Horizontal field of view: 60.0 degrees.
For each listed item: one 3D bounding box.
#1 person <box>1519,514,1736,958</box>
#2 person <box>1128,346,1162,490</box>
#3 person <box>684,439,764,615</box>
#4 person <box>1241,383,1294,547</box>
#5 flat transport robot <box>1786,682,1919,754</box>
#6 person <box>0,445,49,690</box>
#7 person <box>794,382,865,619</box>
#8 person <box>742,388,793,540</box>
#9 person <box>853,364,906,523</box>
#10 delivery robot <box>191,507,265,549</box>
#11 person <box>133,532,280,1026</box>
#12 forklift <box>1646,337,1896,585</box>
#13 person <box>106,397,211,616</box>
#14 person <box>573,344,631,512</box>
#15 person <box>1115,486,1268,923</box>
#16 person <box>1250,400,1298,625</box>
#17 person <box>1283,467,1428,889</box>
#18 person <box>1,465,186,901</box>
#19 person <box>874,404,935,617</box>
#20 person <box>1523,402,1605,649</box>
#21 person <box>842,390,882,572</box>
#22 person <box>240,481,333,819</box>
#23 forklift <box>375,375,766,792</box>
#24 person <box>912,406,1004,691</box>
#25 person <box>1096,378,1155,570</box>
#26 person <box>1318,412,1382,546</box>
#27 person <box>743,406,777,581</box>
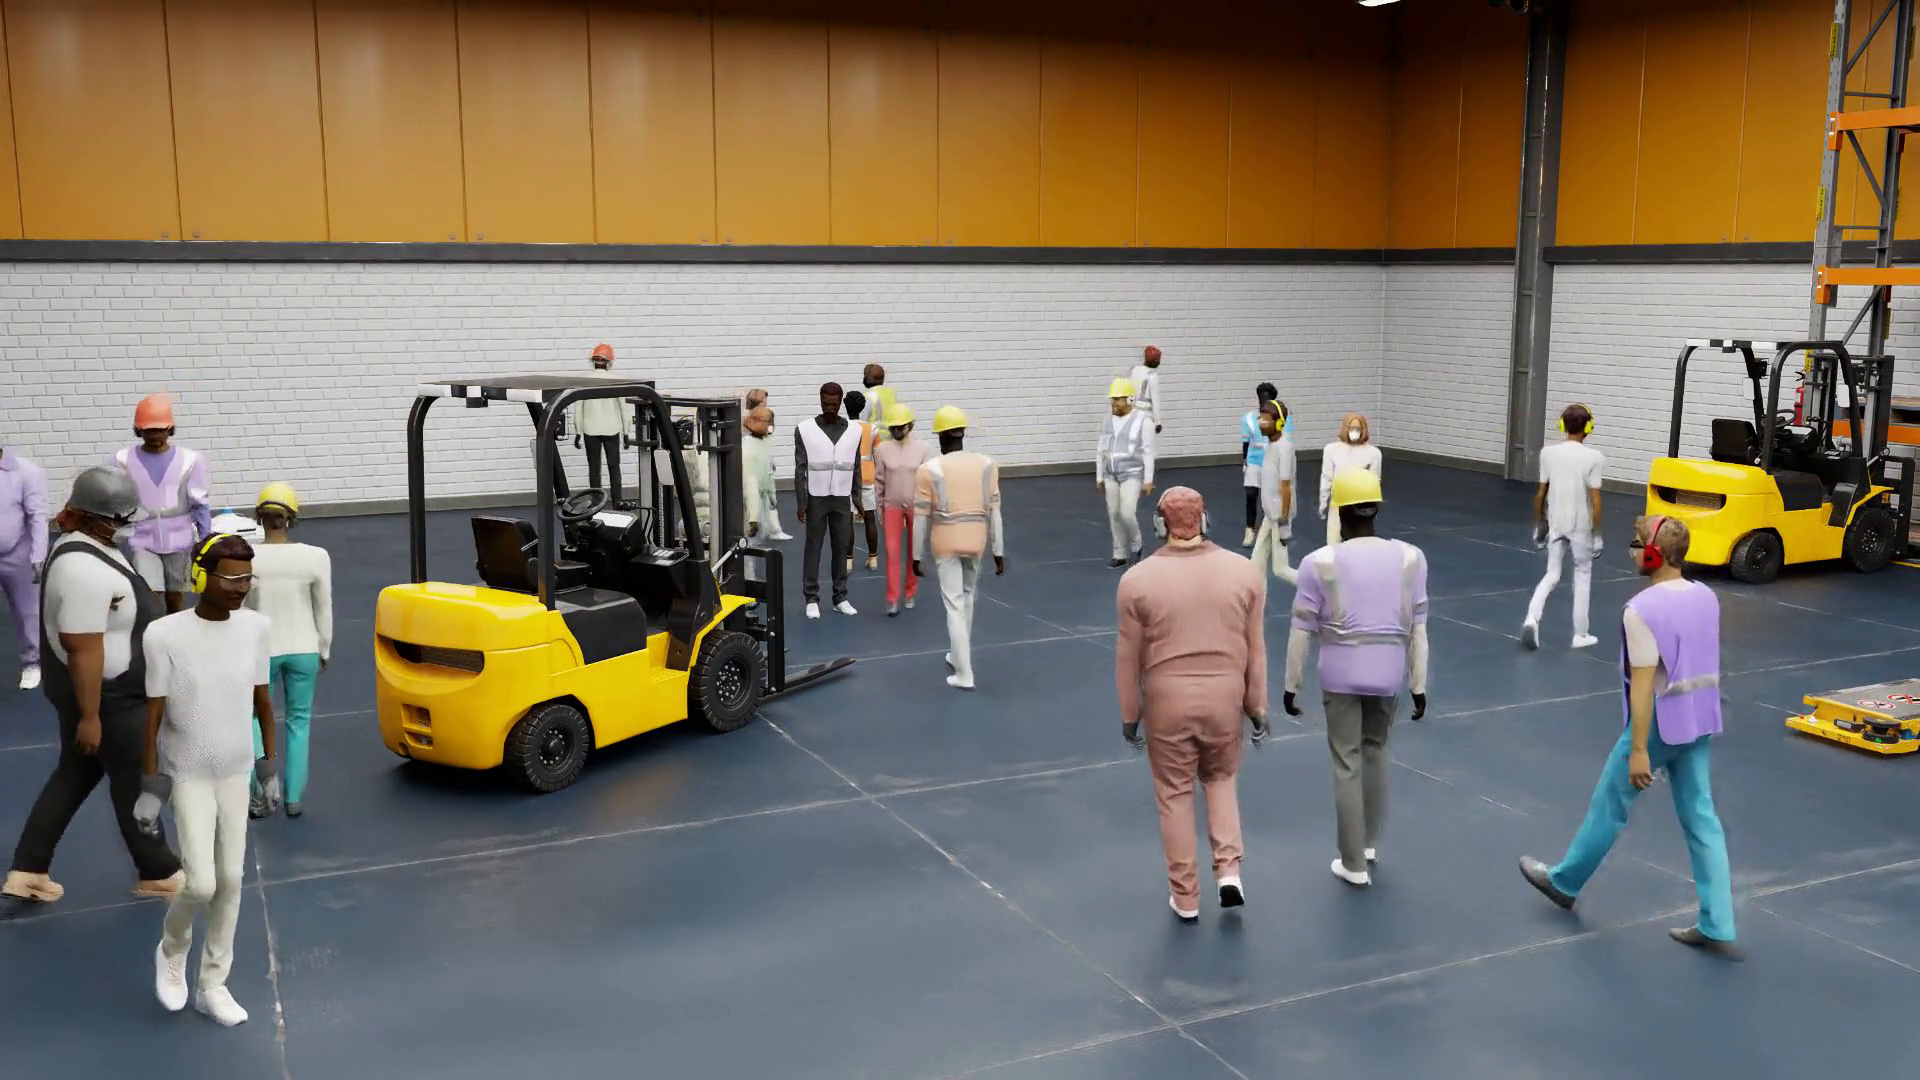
[{"bbox_3d":[2.876,0.782,6.995,0.593,1.792,0.988,-6,11,-32],"label":"person"},{"bbox_3d":[2.324,-1.589,21.543,0.345,1.859,0.705,-6,11,-35],"label":"person"},{"bbox_3d":[-1.856,-0.217,13.242,0.609,1.776,0.903,2,9,10],"label":"person"},{"bbox_3d":[3.093,-0.746,16.830,0.546,1.671,0.699,2,9,15],"label":"person"},{"bbox_3d":[5.783,1.046,10.072,1.431,0.197,0.652,-4,10,-25],"label":"flat transport robot"},{"bbox_3d":[-6.280,0.132,10.836,0.654,1.855,0.972,-3,10,-18],"label":"person"},{"bbox_3d":[-1.065,-0.330,13.529,0.587,1.914,0.391,-4,10,-24],"label":"person"},{"bbox_3d":[-2.200,-0.793,17.370,0.851,1.596,0.502,1,9,5],"label":"person"},{"bbox_3d":[-0.911,-1.034,18.268,0.945,1.804,0.635,5,10,28],"label":"person"},{"bbox_3d":[-6.966,-0.072,15.836,0.707,0.478,0.477,-7,12,-37],"label":"delivery robot"},{"bbox_3d":[-2.780,0.886,6.182,0.413,1.846,0.557,7,12,37],"label":"person"},{"bbox_3d":[7.551,-0.789,15.507,2.313,2.155,1.214,-4,10,-25],"label":"forklift"},{"bbox_3d":[-5.365,0.021,11.168,0.621,1.972,1.097,-5,10,-28],"label":"person"},{"bbox_3d":[-4.077,-1.233,18.988,0.643,1.973,0.444,-2,9,-12],"label":"person"},{"bbox_3d":[0.984,0.710,7.166,0.666,1.882,0.417,-1,9,-4],"label":"person"},{"bbox_3d":[2.512,-0.168,12.795,0.802,1.840,0.535,0,9,-1],"label":"person"},{"bbox_3d":[1.794,0.611,7.690,0.621,1.907,0.685,-1,9,-6],"label":"person"},{"bbox_3d":[-3.815,0.613,7.284,0.835,2.000,0.766,-6,11,-31],"label":"person"},{"bbox_3d":[-0.460,-0.235,13.517,0.518,1.717,0.860,1,9,3],"label":"person"},{"bbox_3d":[4.484,-0.090,12.241,0.765,1.850,0.546,-9,13,-43],"label":"person"},{"bbox_3d":[-0.976,-0.546,15.537,0.540,1.695,0.317,-4,10,-25],"label":"person"},{"bbox_3d":[-3.438,0.582,8.423,0.535,1.743,0.432,-5,10,-26],"label":"person"},{"bbox_3d":[-2.268,0.149,9.685,1.214,2.155,2.313,6,11,32],"label":"forklift"},{"bbox_3d":[-0.064,0.034,11.335,0.613,1.886,0.861,-4,10,-23],"label":"person"},{"bbox_3d":[1.520,-0.609,15.563,0.614,1.809,0.438,8,12,39],"label":"person"},{"bbox_3d":[3.341,-0.299,14.220,0.511,1.615,0.619,4,10,22],"label":"person"},{"bbox_3d":[-1.785,-0.372,14.675,0.403,1.612,0.520,3,10,18],"label":"person"}]
